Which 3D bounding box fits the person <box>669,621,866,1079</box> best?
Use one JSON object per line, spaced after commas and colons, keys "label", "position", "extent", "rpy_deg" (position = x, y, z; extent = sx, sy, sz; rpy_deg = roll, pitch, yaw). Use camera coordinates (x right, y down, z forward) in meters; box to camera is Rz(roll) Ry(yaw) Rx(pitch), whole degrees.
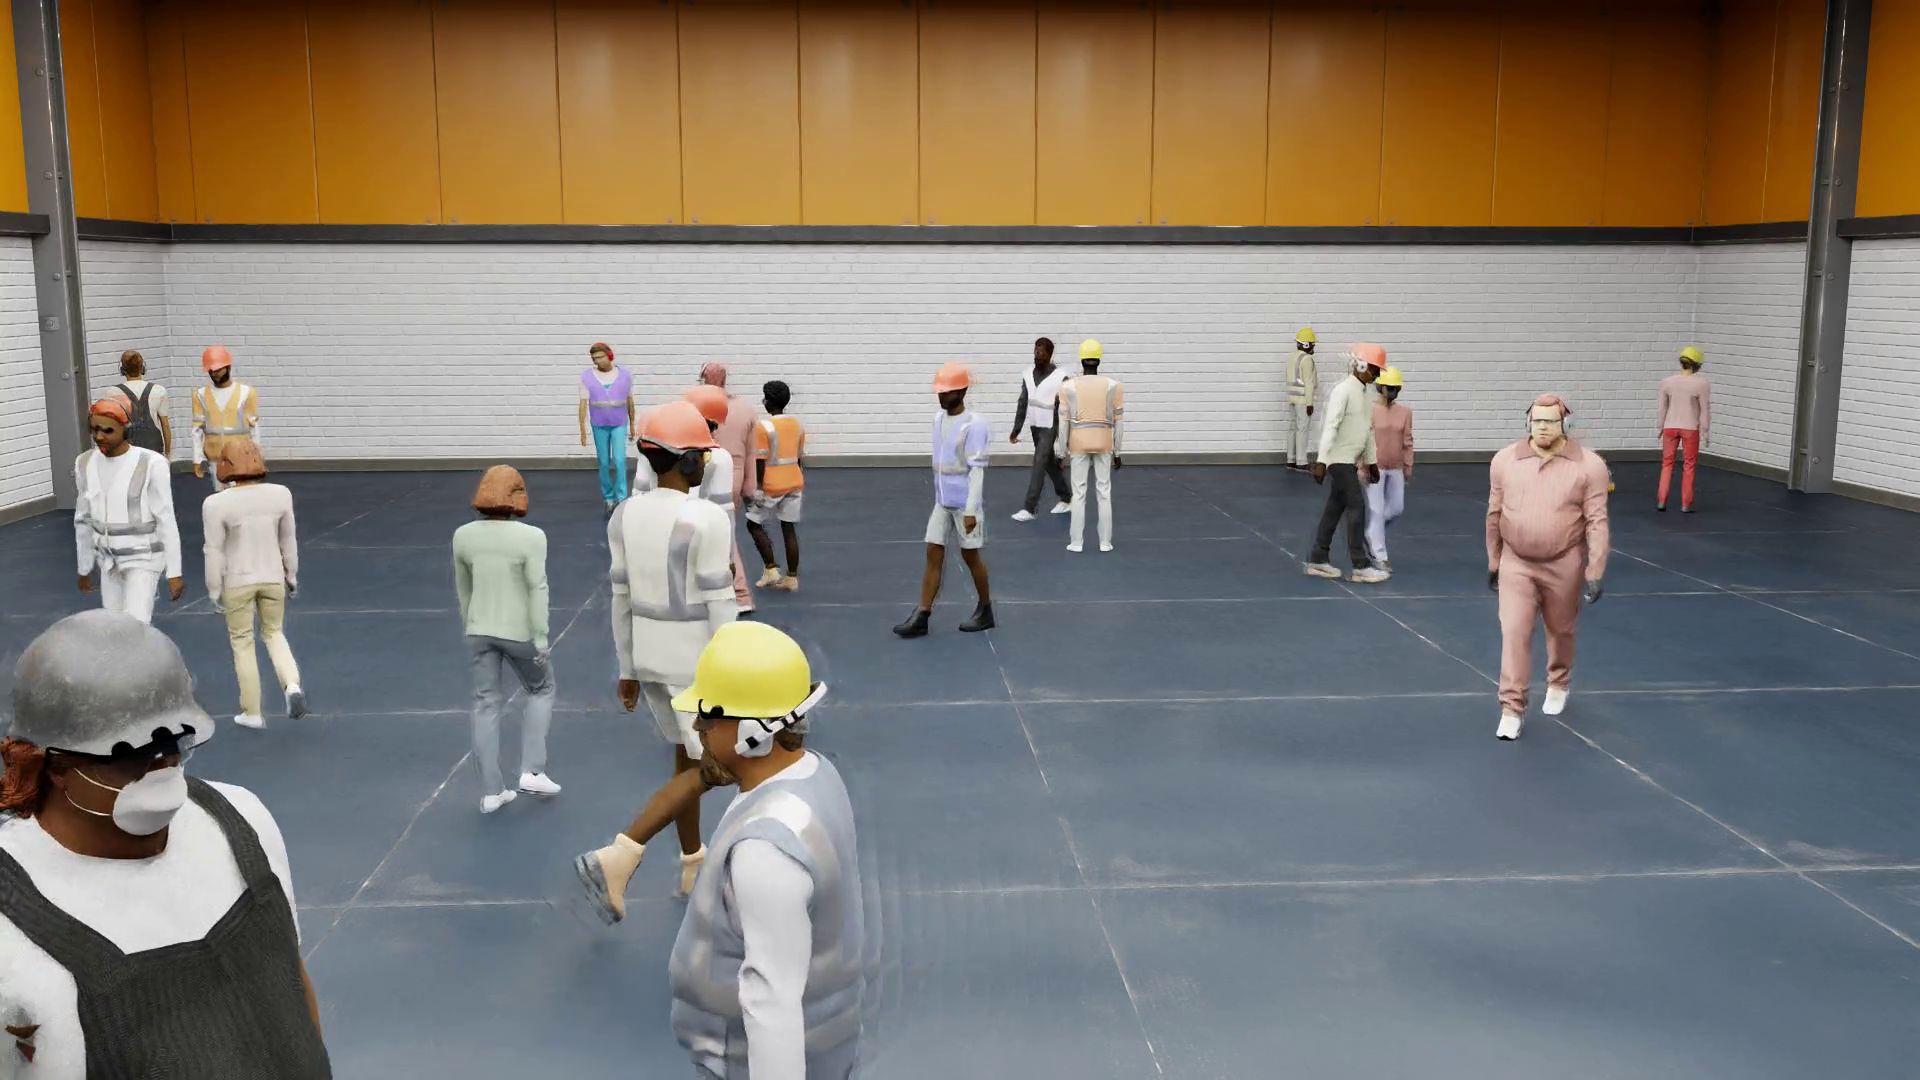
{"label": "person", "position": [-0.310, 1.054, 3.494], "extent": [0.752, 1.811, 0.602], "rpy_deg": [0, 9, 2]}

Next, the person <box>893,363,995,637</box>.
{"label": "person", "position": [-0.064, -0.270, 11.492], "extent": [0.819, 1.899, 0.566], "rpy_deg": [-8, 12, -40]}

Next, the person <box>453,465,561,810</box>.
{"label": "person", "position": [-2.140, 0.459, 7.827], "extent": [0.501, 1.613, 0.476], "rpy_deg": [2, 9, 12]}

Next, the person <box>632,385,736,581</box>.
{"label": "person", "position": [-1.548, 0.073, 9.409], "extent": [0.636, 1.886, 0.408], "rpy_deg": [0, 9, -2]}

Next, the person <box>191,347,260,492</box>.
{"label": "person", "position": [-6.470, -0.764, 14.688], "extent": [0.546, 1.887, 0.970], "rpy_deg": [-2, 9, -10]}

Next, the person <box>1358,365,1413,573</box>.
{"label": "person", "position": [3.588, -0.618, 14.155], "extent": [0.533, 1.749, 0.624], "rpy_deg": [-3, 9, -16]}

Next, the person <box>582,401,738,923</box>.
{"label": "person", "position": [-1.146, 0.479, 6.422], "extent": [0.624, 2.021, 0.766], "rpy_deg": [8, 12, 41]}

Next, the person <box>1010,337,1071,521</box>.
{"label": "person", "position": [0.877, -1.154, 17.179], "extent": [1.017, 1.869, 0.594], "rpy_deg": [-8, 12, -40]}

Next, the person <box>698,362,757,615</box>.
{"label": "person", "position": [-1.868, -0.389, 12.372], "extent": [1.004, 1.851, 0.662], "rpy_deg": [8, 12, 40]}

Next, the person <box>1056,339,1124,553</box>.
{"label": "person", "position": [1.163, -0.833, 14.962], "extent": [0.618, 1.925, 0.374], "rpy_deg": [-1, 9, -4]}

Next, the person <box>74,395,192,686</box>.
{"label": "person", "position": [-4.497, 0.140, 9.027], "extent": [0.669, 1.865, 0.461], "rpy_deg": [3, 9, 17]}

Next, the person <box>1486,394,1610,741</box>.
{"label": "person", "position": [3.239, 0.116, 9.207], "extent": [0.659, 1.865, 0.977], "rpy_deg": [5, 10, 27]}

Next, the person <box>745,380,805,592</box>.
{"label": "person", "position": [-1.456, -0.416, 13.089], "extent": [0.437, 1.678, 0.547], "rpy_deg": [7, 12, 39]}

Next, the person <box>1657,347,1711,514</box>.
{"label": "person", "position": [7.601, -1.140, 17.474], "extent": [0.333, 1.758, 0.551], "rpy_deg": [-9, 13, -44]}

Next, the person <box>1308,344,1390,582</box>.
{"label": "person", "position": [3.255, -0.625, 13.601], "extent": [0.874, 1.934, 0.690], "rpy_deg": [6, 11, 34]}

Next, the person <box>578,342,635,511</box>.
{"label": "person", "position": [-3.693, -1.168, 17.437], "extent": [0.581, 1.799, 0.757], "rpy_deg": [-2, 9, -12]}

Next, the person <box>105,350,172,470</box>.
{"label": "person", "position": [-7.256, -0.757, 14.729], "extent": [0.508, 1.845, 0.345], "rpy_deg": [-7, 11, -36]}

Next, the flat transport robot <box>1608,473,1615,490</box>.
{"label": "flat transport robot", "position": [7.285, -0.777, 19.774], "extent": [0.652, 0.197, 1.431], "rpy_deg": [1, 9, 9]}

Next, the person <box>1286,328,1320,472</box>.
{"label": "person", "position": [4.378, -1.788, 21.233], "extent": [0.404, 1.830, 0.600], "rpy_deg": [-2, 9, -13]}

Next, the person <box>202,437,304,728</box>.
{"label": "person", "position": [-3.860, 0.245, 9.102], "extent": [0.433, 1.621, 0.514], "rpy_deg": [8, 12, 42]}
